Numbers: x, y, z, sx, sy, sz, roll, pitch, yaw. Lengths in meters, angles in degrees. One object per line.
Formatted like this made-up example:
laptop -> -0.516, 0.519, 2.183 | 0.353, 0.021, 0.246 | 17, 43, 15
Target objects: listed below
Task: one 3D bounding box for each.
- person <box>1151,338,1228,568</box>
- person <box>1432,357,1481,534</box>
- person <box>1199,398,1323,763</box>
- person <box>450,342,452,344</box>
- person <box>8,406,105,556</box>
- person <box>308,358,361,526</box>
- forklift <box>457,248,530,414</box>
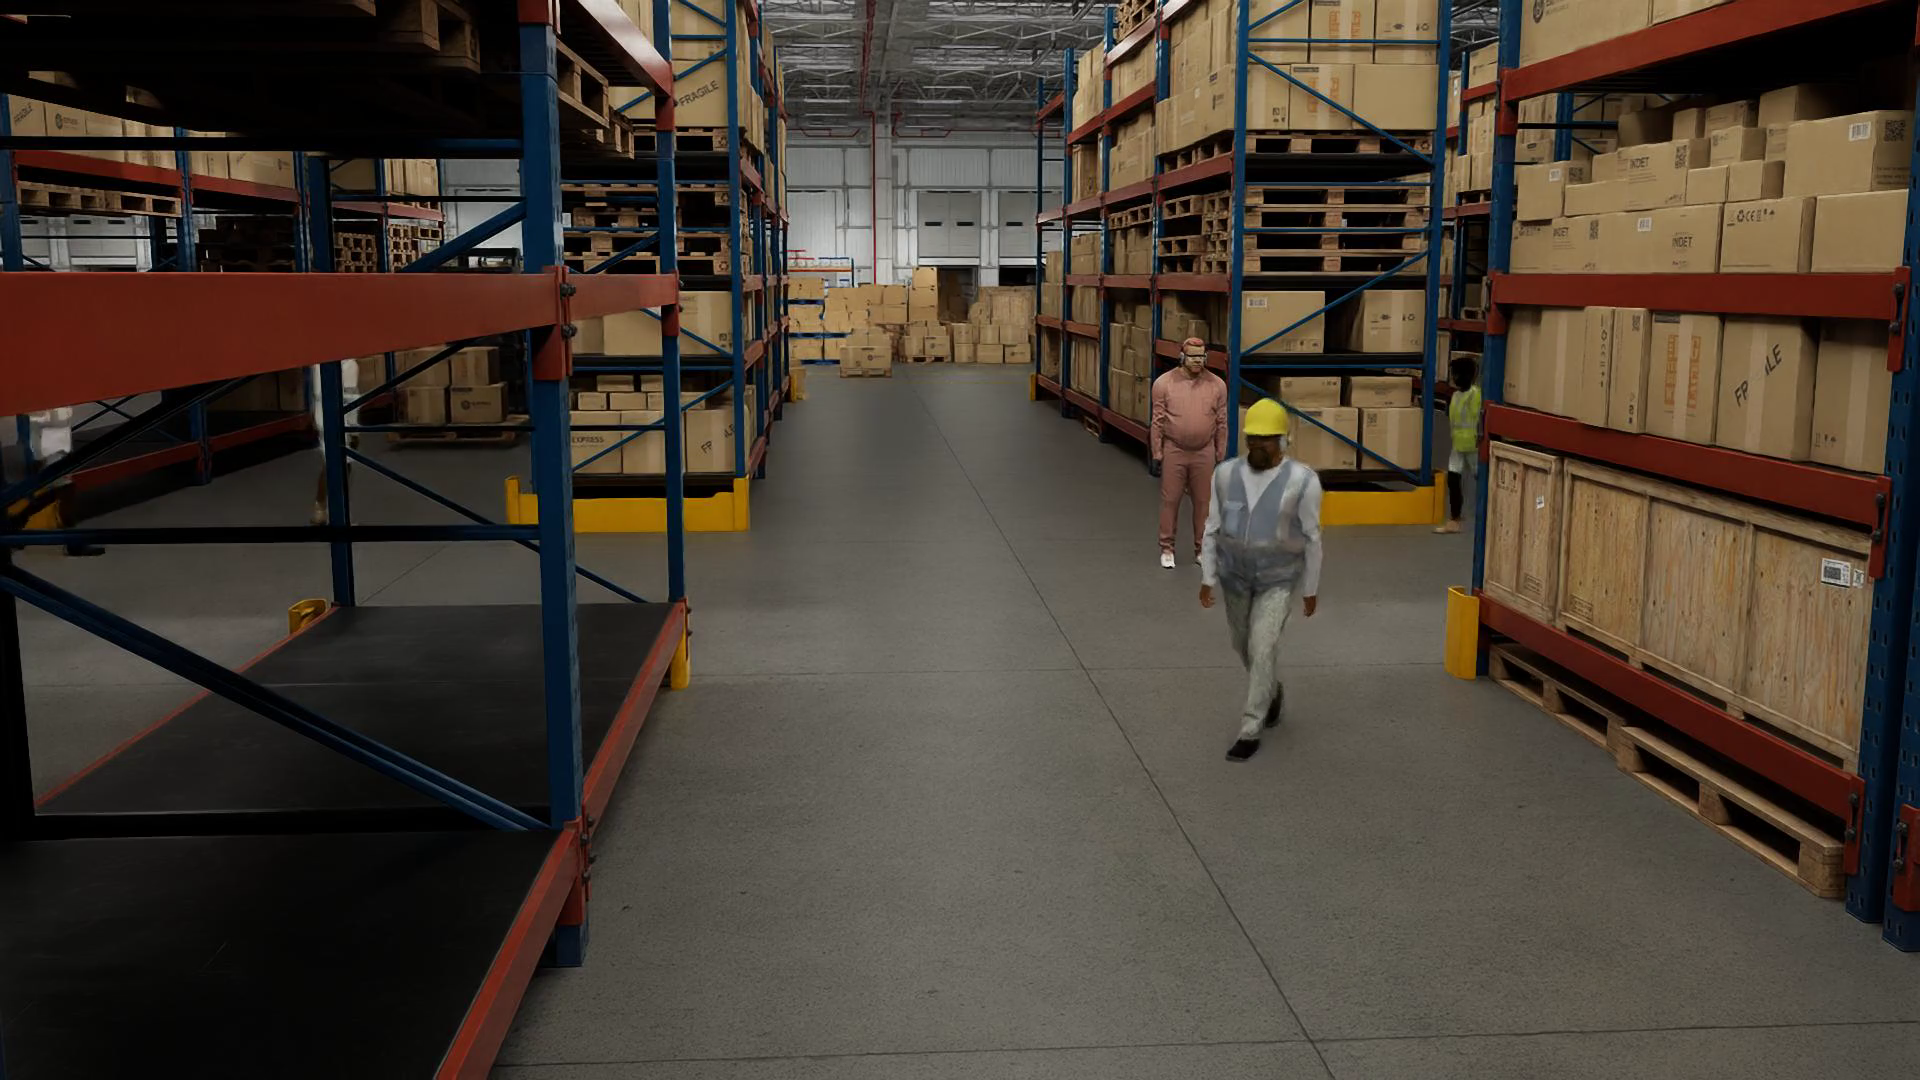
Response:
person -> 1.887, -0.707, 13.658 | 0.642, 1.900, 0.401 | -1, 9, -4
person -> 4.821, -0.874, 15.460 | 0.788, 1.662, 0.561 | -2, 9, -12
person -> 1.548, 0.163, 8.496 | 0.594, 1.804, 0.878 | 6, 11, 32
person -> -15.230, -6.450, 49.949 | 0.582, 1.833, 1.002 | -4, 10, -26
person -> -7.812, -0.794, 14.170 | 0.824, 1.914, 0.553 | -1, 9, -5
person -> -5.811, -1.075, 15.566 | 0.646, 2.019, 0.504 | 7, 11, 36
forklift -> -7.296, -3.154, 25.937 | 1.129, 2.768, 1.873 | -1, 9, -4
